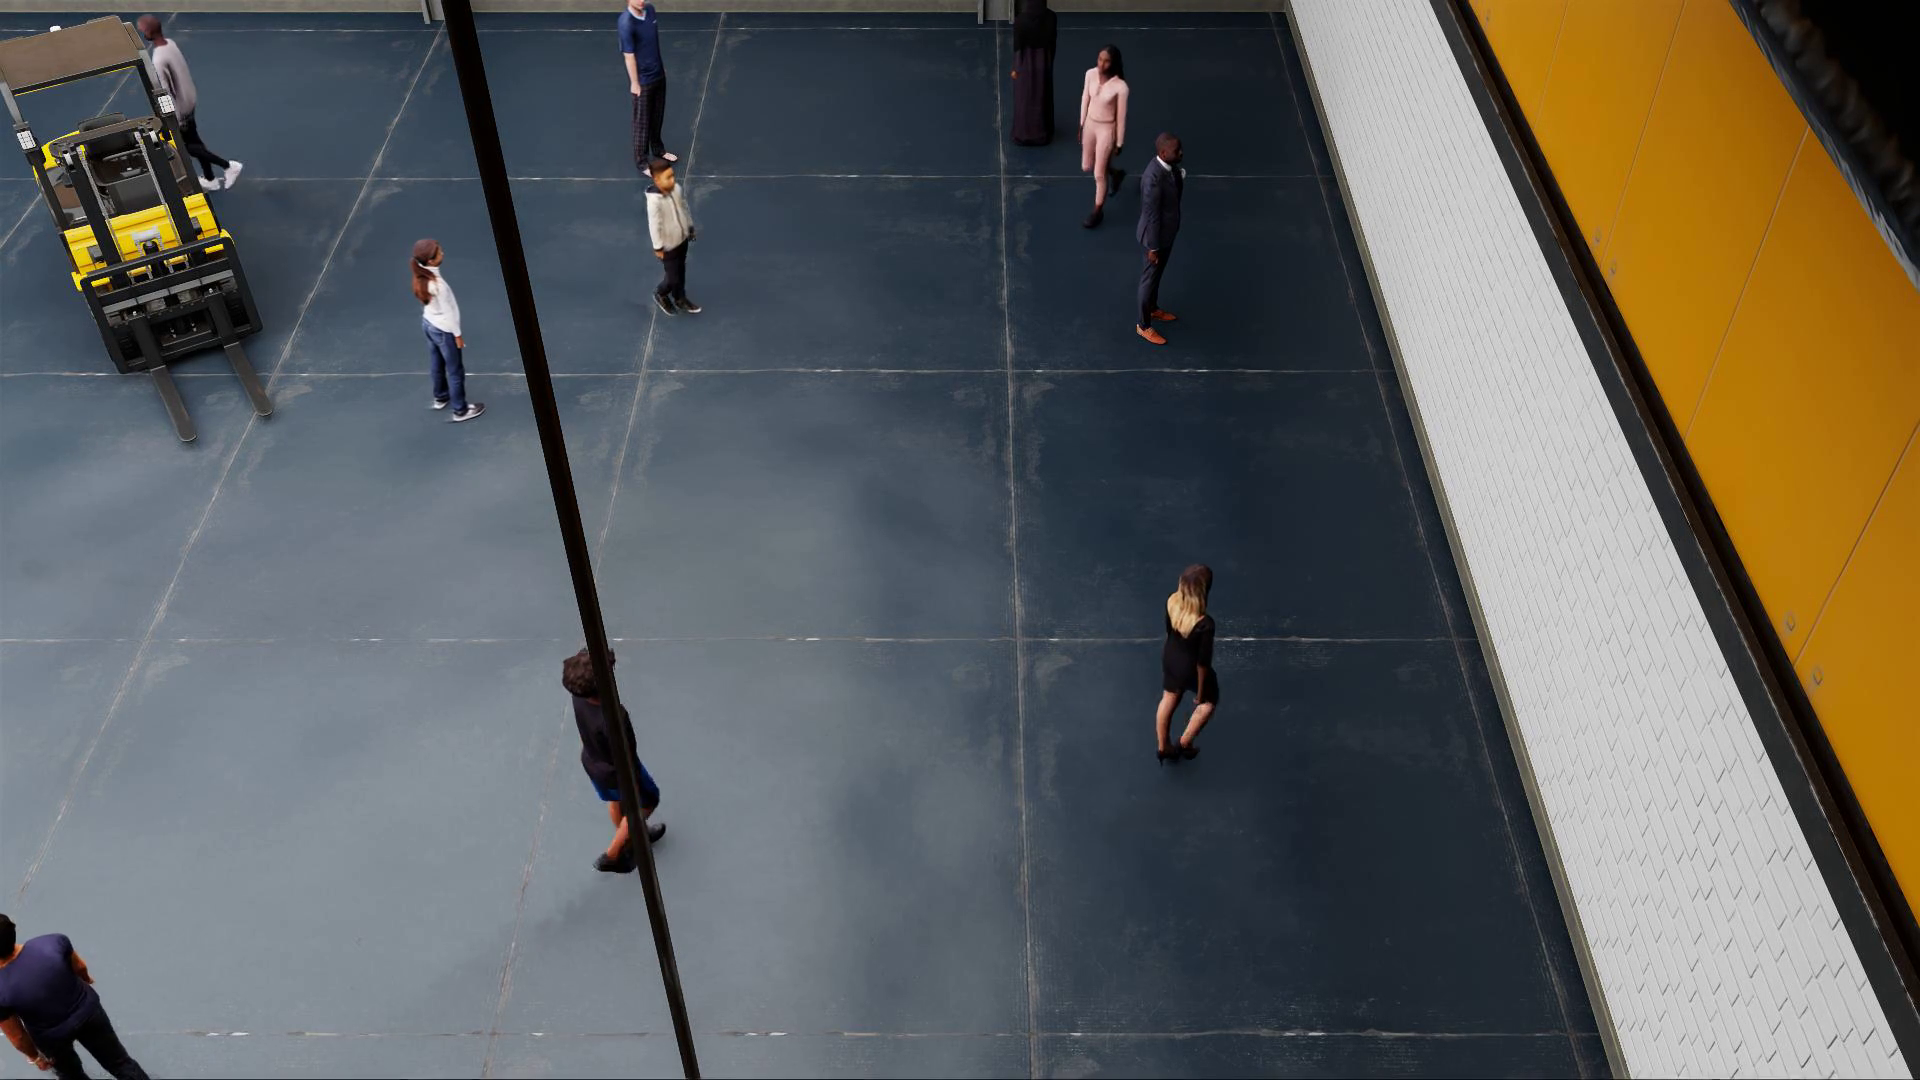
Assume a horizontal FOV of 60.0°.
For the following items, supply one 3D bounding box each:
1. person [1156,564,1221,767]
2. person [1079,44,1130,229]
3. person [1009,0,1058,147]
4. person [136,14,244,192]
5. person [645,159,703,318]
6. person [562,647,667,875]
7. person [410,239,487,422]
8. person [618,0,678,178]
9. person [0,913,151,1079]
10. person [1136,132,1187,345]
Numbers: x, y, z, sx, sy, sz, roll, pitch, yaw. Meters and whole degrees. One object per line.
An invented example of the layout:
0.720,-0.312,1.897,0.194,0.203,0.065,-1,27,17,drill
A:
1.310,0.821,10.085,0.749,1.662,0.705,-27,50,-26,person
1.304,-3.610,14.701,0.939,1.710,0.990,33,52,30,person
0.693,-4.499,15.705,0.628,1.614,0.736,-14,45,-14,person
-6.912,-3.896,14.965,0.817,1.761,0.686,-3,44,-3,person
-2.435,-2.503,13.730,0.719,1.446,0.691,16,46,16,person
-2.047,1.304,9.486,0.894,1.789,0.829,-32,52,-29,person
-3.979,-1.618,12.727,0.644,1.550,0.711,32,52,29,person
-2.892,-4.276,15.285,0.708,1.870,0.737,19,47,19,person
-4.406,2.449,8.316,1.227,1.746,1.080,27,50,25,person
1.602,-2.473,13.425,0.735,1.824,0.774,14,45,15,person
